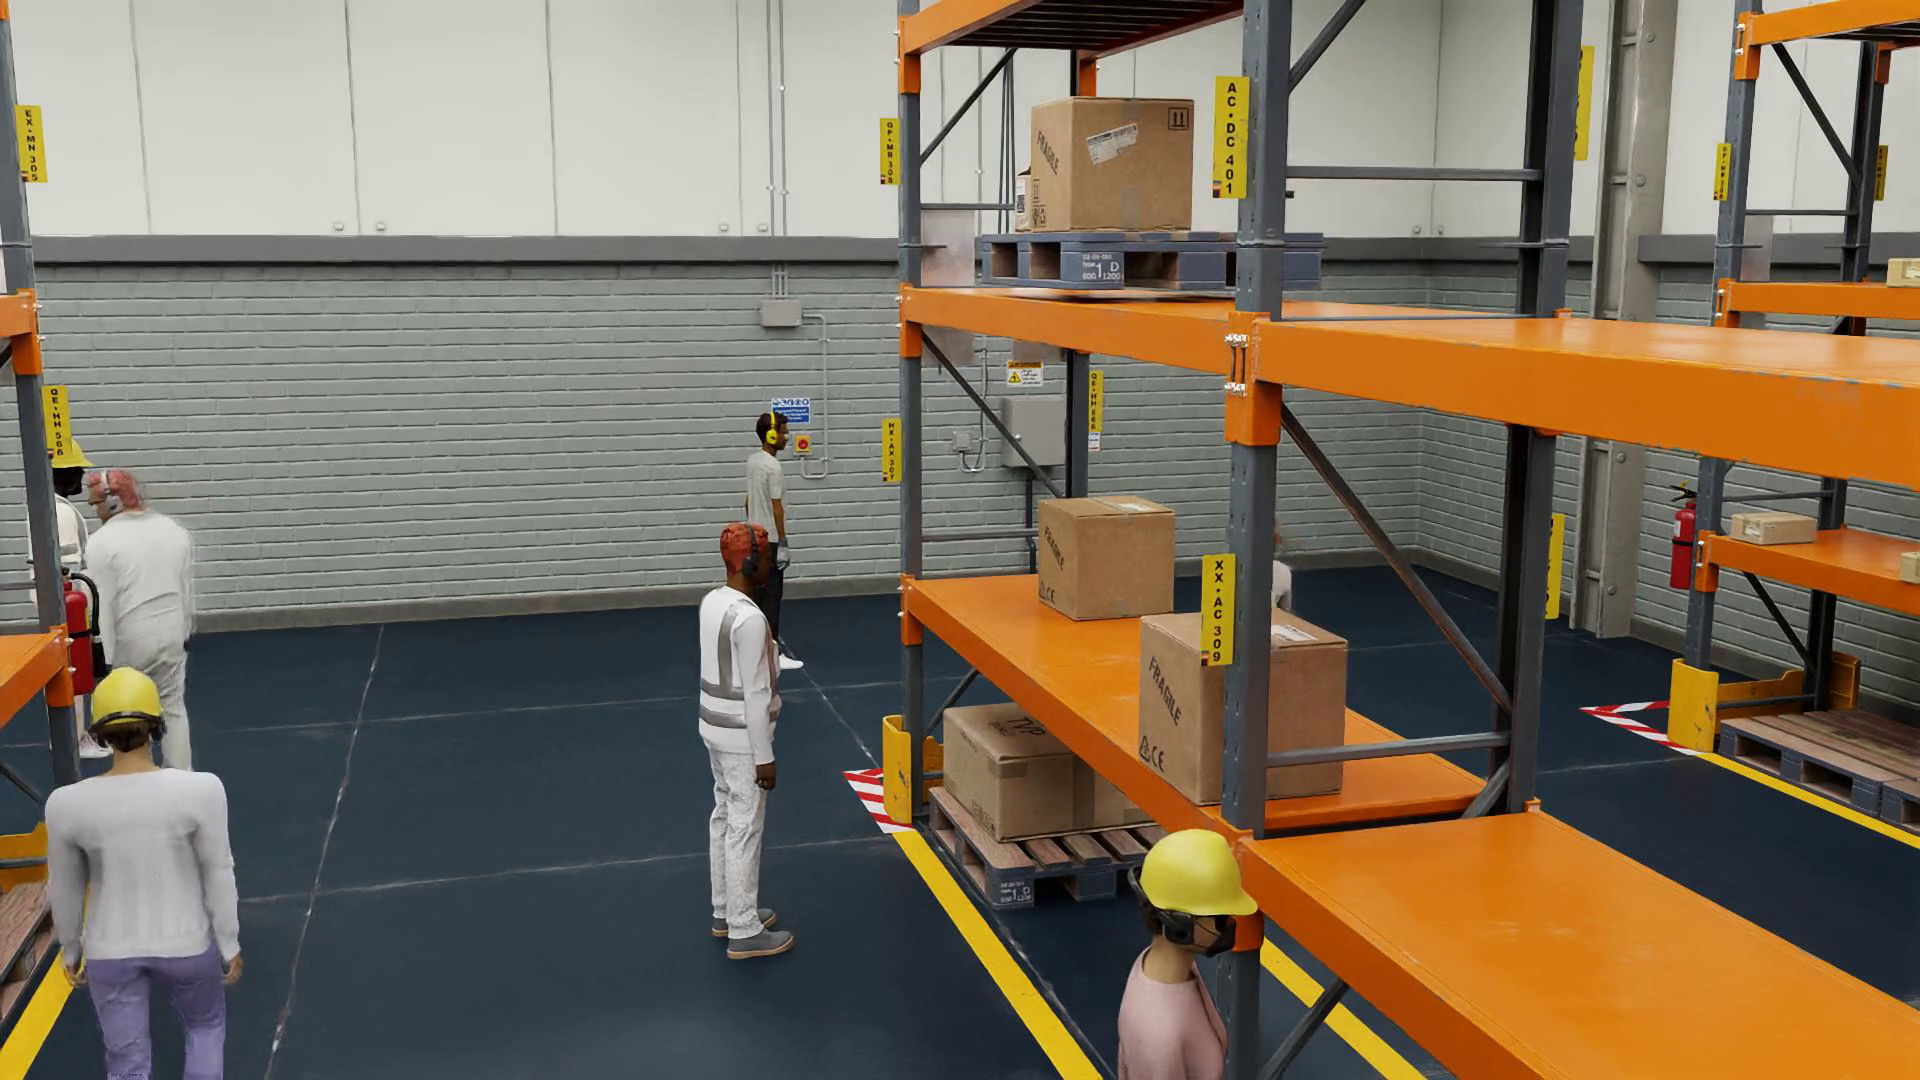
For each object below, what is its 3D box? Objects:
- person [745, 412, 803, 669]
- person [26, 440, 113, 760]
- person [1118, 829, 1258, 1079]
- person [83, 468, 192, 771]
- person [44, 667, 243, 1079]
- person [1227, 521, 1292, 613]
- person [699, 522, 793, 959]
[{"bbox_3d":[-1.372,0.007,12.037,0.310,1.864,0.533,-6,12,-30],"label":"person"},{"bbox_3d":[-5.322,0.346,9.922,0.386,1.928,0.589,-8,13,-39],"label":"person"},{"bbox_3d":[0.489,1.505,3.807,0.337,1.757,0.518,2,10,13],"label":"person"},{"bbox_3d":[-4.408,0.547,8.906,0.546,1.877,0.698,4,11,24],"label":"person"},{"bbox_3d":[-2.548,1.258,5.235,0.547,1.743,0.596,-3,10,-16],"label":"person"},{"bbox_3d":[1.578,0.642,9.087,0.539,1.611,0.636,-3,10,-18],"label":"person"},{"bbox_3d":[-0.938,0.855,7.172,0.359,1.880,0.575,-5,11,-26],"label":"person"}]
